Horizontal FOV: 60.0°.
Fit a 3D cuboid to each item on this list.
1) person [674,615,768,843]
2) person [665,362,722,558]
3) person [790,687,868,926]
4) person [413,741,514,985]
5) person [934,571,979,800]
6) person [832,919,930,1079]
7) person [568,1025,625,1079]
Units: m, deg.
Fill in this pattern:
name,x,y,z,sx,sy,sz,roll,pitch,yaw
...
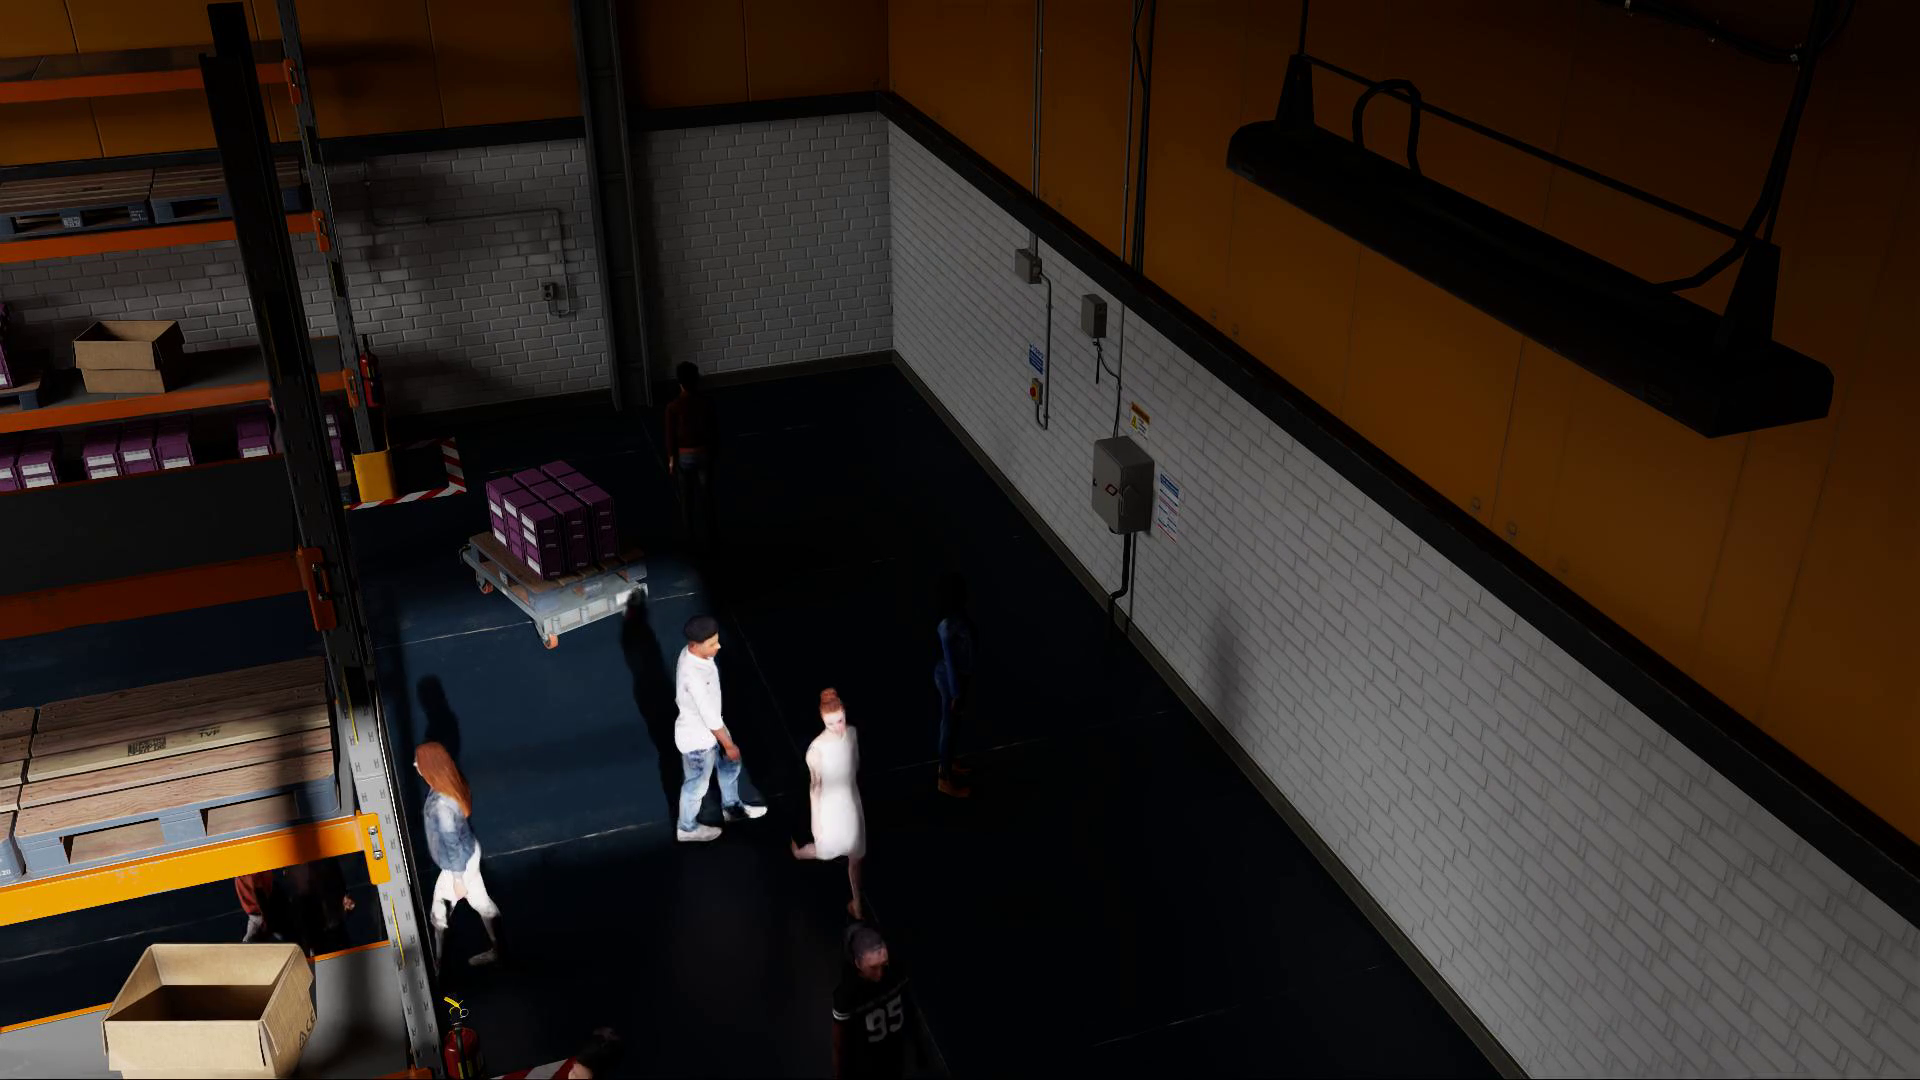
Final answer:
name,x,y,z,sx,sy,sz,roll,pitch,yaw
person,-1.790,1.272,10.946,0.925,1.777,0.789,-3,29,-5
person,-2.283,-0.671,14.554,1.048,1.733,0.737,-9,30,-16
person,-0.833,1.643,10.267,1.042,1.777,0.897,-25,37,-38
person,-2.887,1.907,9.880,0.901,1.684,0.738,-4,29,-8
person,-0.048,0.978,11.554,0.662,1.712,0.672,3,29,6
person,-0.504,2.621,8.530,0.840,1.723,0.764,22,35,34
person,-1.614,2.954,7.900,1.079,1.742,0.837,-21,35,-34
